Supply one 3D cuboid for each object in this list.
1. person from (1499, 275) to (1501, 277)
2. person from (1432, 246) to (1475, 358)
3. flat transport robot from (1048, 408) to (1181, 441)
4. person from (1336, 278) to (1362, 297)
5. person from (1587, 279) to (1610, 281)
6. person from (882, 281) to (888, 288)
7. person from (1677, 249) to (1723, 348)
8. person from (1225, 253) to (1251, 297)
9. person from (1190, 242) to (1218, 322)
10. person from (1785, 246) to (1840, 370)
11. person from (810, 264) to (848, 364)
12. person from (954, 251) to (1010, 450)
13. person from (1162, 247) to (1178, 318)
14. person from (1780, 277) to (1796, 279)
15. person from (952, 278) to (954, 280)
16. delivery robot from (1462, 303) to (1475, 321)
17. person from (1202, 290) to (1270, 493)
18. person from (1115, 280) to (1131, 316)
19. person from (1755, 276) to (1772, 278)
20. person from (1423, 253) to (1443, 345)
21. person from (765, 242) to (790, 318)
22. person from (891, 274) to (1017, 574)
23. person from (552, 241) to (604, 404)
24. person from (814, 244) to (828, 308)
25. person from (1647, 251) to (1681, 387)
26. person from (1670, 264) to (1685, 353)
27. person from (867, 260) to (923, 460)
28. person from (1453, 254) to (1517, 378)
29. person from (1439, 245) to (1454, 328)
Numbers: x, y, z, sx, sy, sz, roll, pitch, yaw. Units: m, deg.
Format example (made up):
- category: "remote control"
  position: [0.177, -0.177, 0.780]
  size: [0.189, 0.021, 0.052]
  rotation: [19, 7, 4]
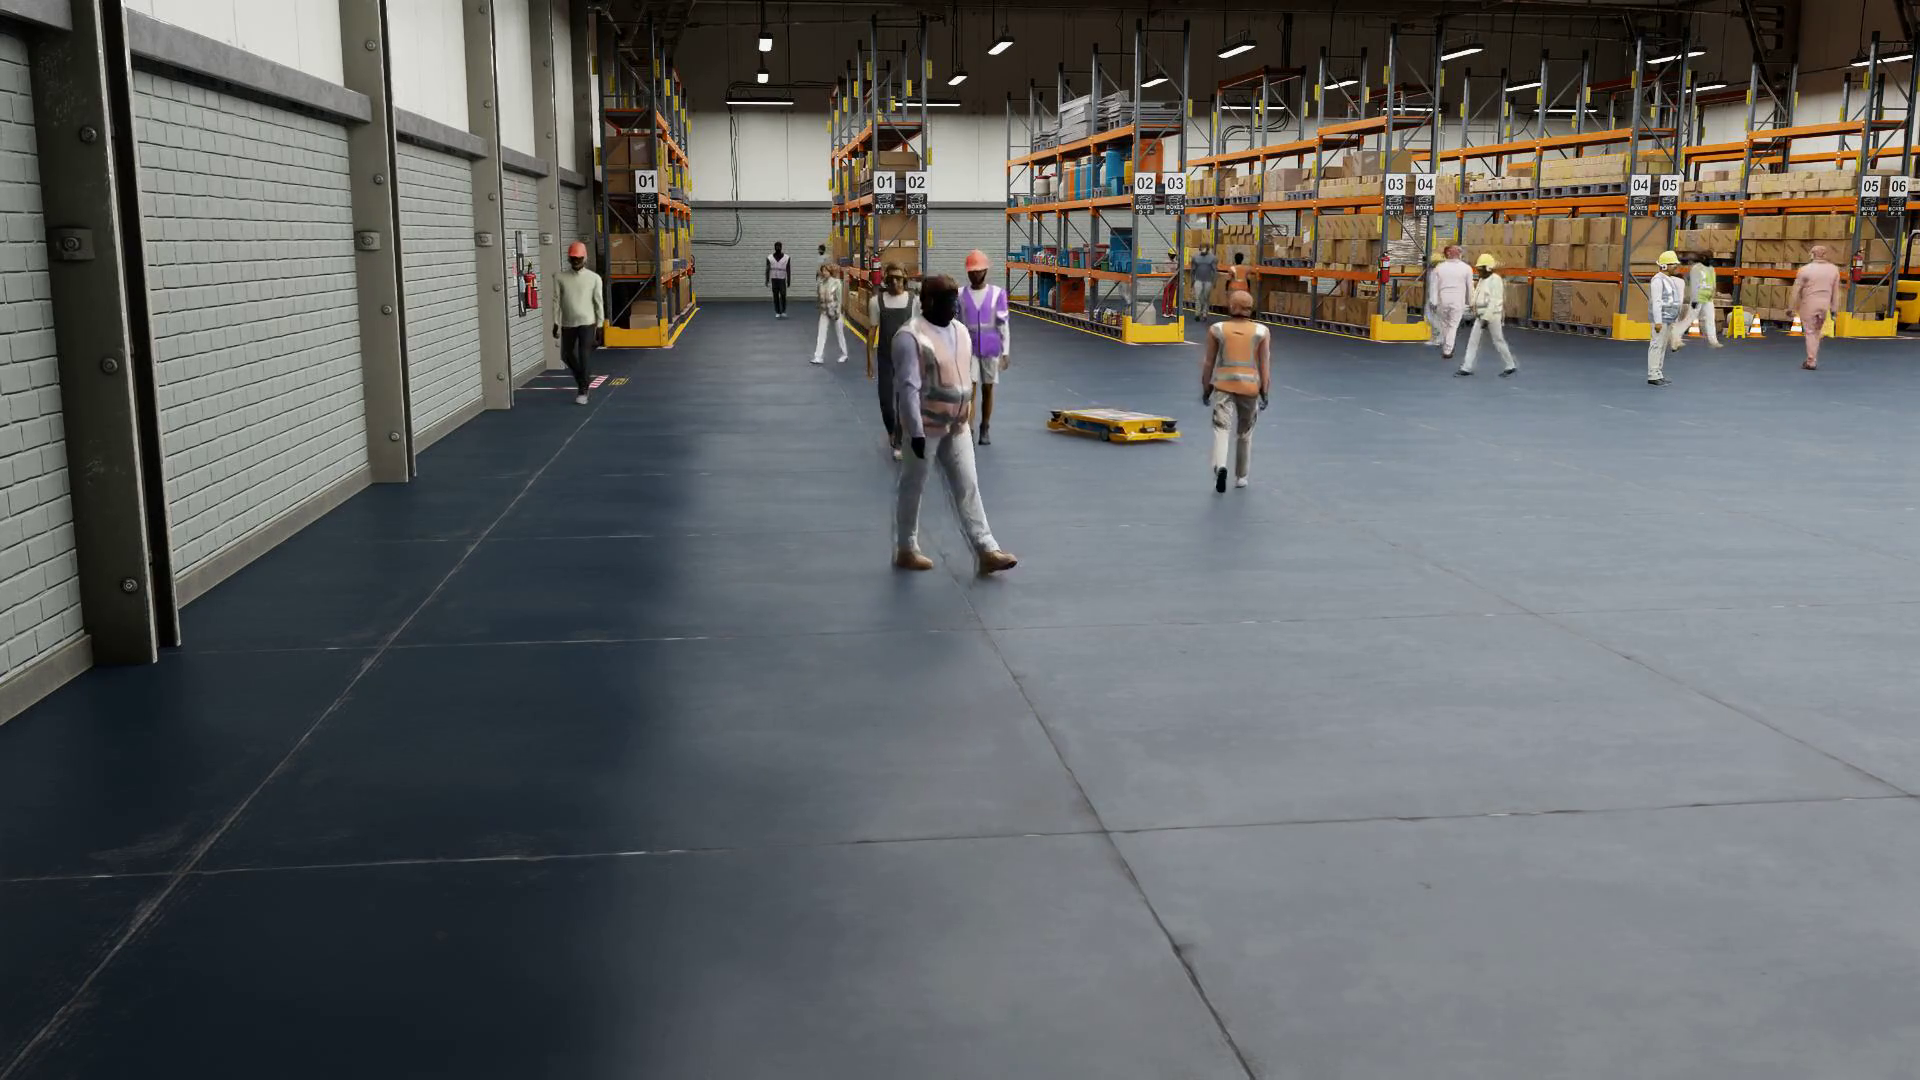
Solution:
- category: "person"
  position: [16.235, -8.062, 50.123]
  size: [0.745, 1.923, 0.640]
  rotation: [-1, 10, -7]
- category: "person"
  position: [8.345, -4.007, 28.042]
  size: [0.664, 1.856, 0.975]
  rotation: [6, 12, 31]
- category: "flat transport robot"
  position: [1.551, -1.184, 16.935]
  size: [0.652, 0.197, 1.431]
  rotation: [-6, 12, -29]
- category: "person"
  position: [10.363, -6.972, 44.339]
  size: [0.645, 1.852, 1.016]
  rotation: [0, 10, -2]
- category: "person"
  position: [15.678, -6.426, 40.813]
  size: [0.605, 2.045, 0.377]
  rotation: [0, 10, 1]
- category: "person"
  position: [-2.072, -7.594, 47.461]
  size: [0.622, 1.977, 0.963]
  rotation: [-10, 14, -44]
- category: "person"
  position: [13.612, -4.445, 30.634]
  size: [0.642, 1.805, 0.943]
  rotation: [-6, 12, -32]
- category: "person"
  position: [6.219, -5.600, 37.335]
  size: [0.553, 1.644, 0.875]
  rotation: [-2, 11, -12]
- category: "person"
  position: [5.808, -6.138, 39.653]
  size: [0.658, 1.885, 1.000]
  rotation: [2, 11, 13]
- category: "person"
  position: [13.095, -3.571, 25.629]
  size: [0.660, 1.877, 0.798]
  rotation: [-1, 10, -7]
- category: "person"
  position: [-2.076, -3.635, 26.750]
  size: [0.528, 1.597, 0.862]
  rotation: [6, 12, 30]
- category: "person"
  position: [0.191, -1.810, 15.927]
  size: [0.571, 1.882, 0.985]
  rotation: [1, 10, 3]
- category: "person"
  position: [5.327, -6.494, 41.971]
  size: [0.524, 1.759, 0.328]
  rotation: [-9, 14, -40]
- category: "person"
  position: [19.539, -6.046, 38.912]
  size: [0.656, 1.969, 0.504]
  rotation: [0, 10, -2]
- category: "person"
  position: [-0.123, -2.030, 17.926]
  size: [0.538, 1.586, 0.848]
  rotation: [-2, 10, -10]
- category: "delivery robot"
  position: [11.492, -5.209, 37.969]
  size: [0.477, 0.478, 0.707]
  rotation: [-1, 10, -5]
- category: "person"
  position: [2.193, -1.179, 13.251]
  size: [0.532, 1.616, 0.733]
  rotation: [2, 11, 12]
- category: "person"
  position: [4.292, -6.651, 42.414]
  size: [0.643, 1.911, 0.752]
  rotation: [-4, 11, -21]
- category: "person"
  position: [19.295, -6.206, 39.617]
  size: [0.685, 2.000, 0.535]
  rotation: [2, 11, 12]
- category: "person"
  position: [8.895, -4.498, 31.109]
  size: [0.407, 1.730, 0.504]
  rotation: [8, 13, 39]
- category: "person"
  position: [-4.570, -6.504, 41.655]
  size: [0.615, 1.884, 0.850]
  rotation: [0, 10, -1]
- category: "person"
  position: [-0.070, -0.670, 9.923]
  size: [0.941, 1.795, 0.646]
  rotation: [10, 14, 43]
- category: "person"
  position: [-4.666, -2.670, 20.393]
  size: [0.628, 1.977, 0.716]
  rotation: [1, 10, 3]
- category: "person"
  position: [-3.949, -7.552, 47.585]
  size: [0.463, 1.830, 0.568]
  rotation: [-8, 13, -37]
- category: "person"
  position: [9.575, -3.004, 22.628]
  size: [0.403, 1.834, 0.589]
  rotation: [7, 13, 35]
- category: "person"
  position: [12.184, -3.971, 28.594]
  size: [0.503, 1.594, 0.830]
  rotation: [7, 12, 32]
- category: "person"
  position: [-0.596, -1.676, 15.401]
  size: [0.513, 1.822, 0.771]
  rotation: [0, 10, 1]
- category: "person"
  position: [7.634, -3.211, 23.924]
  size: [0.921, 1.790, 0.590]
  rotation: [-3, 11, -14]
- category: "person"
  position: [10.781, -5.625, 36.974]
  size: [0.570, 1.840, 0.372]
  rotation: [-7, 12, -33]
